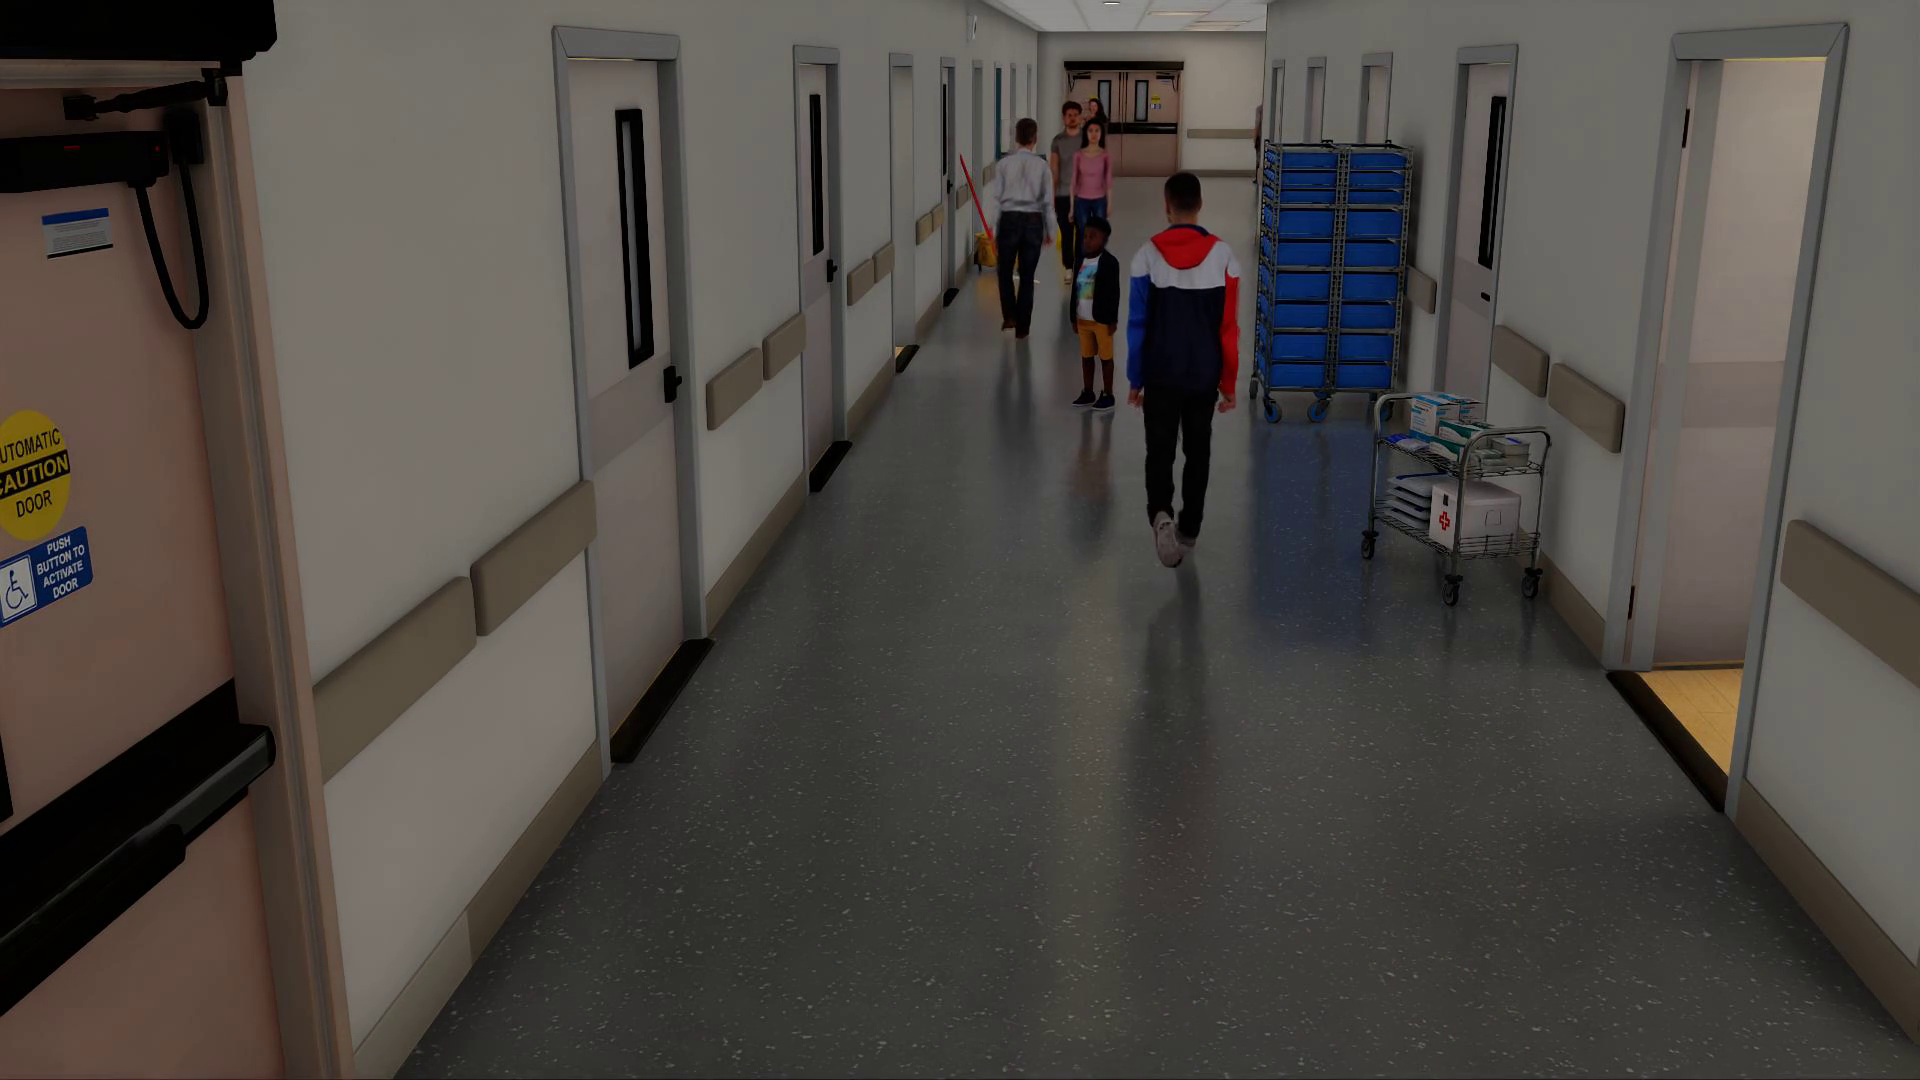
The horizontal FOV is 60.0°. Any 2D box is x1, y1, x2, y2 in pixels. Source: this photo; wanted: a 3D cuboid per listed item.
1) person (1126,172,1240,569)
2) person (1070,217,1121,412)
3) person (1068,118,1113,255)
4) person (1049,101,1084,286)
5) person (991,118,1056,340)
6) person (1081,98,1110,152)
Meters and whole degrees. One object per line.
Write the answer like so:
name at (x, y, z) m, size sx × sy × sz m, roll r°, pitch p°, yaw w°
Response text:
person at (0.991, -0.717, 7.394) m, size 0.727 × 1.727 × 1.097 m, roll 1°, pitch 16°, yaw 2°
person at (0.914, -1.505, 11.033) m, size 0.601 × 1.269 × 0.645 m, roll 11°, pitch 19°, yaw 34°
person at (1.341, -3.393, 16.886) m, size 0.604 × 1.727 × 0.714 m, roll 3°, pitch 16°, yaw 12°
person at (1.166, -3.595, 17.324) m, size 0.679 × 1.878 × 0.697 m, roll 0°, pitch 16°, yaw 1°
person at (0.503, -2.578, 13.839) m, size 0.671 × 1.811 × 0.599 m, roll 1°, pitch 16°, yaw 4°
person at (2.159, -6.240, 26.923) m, size 0.650 × 1.759 × 0.690 m, roll -1°, pitch 16°, yaw -3°
